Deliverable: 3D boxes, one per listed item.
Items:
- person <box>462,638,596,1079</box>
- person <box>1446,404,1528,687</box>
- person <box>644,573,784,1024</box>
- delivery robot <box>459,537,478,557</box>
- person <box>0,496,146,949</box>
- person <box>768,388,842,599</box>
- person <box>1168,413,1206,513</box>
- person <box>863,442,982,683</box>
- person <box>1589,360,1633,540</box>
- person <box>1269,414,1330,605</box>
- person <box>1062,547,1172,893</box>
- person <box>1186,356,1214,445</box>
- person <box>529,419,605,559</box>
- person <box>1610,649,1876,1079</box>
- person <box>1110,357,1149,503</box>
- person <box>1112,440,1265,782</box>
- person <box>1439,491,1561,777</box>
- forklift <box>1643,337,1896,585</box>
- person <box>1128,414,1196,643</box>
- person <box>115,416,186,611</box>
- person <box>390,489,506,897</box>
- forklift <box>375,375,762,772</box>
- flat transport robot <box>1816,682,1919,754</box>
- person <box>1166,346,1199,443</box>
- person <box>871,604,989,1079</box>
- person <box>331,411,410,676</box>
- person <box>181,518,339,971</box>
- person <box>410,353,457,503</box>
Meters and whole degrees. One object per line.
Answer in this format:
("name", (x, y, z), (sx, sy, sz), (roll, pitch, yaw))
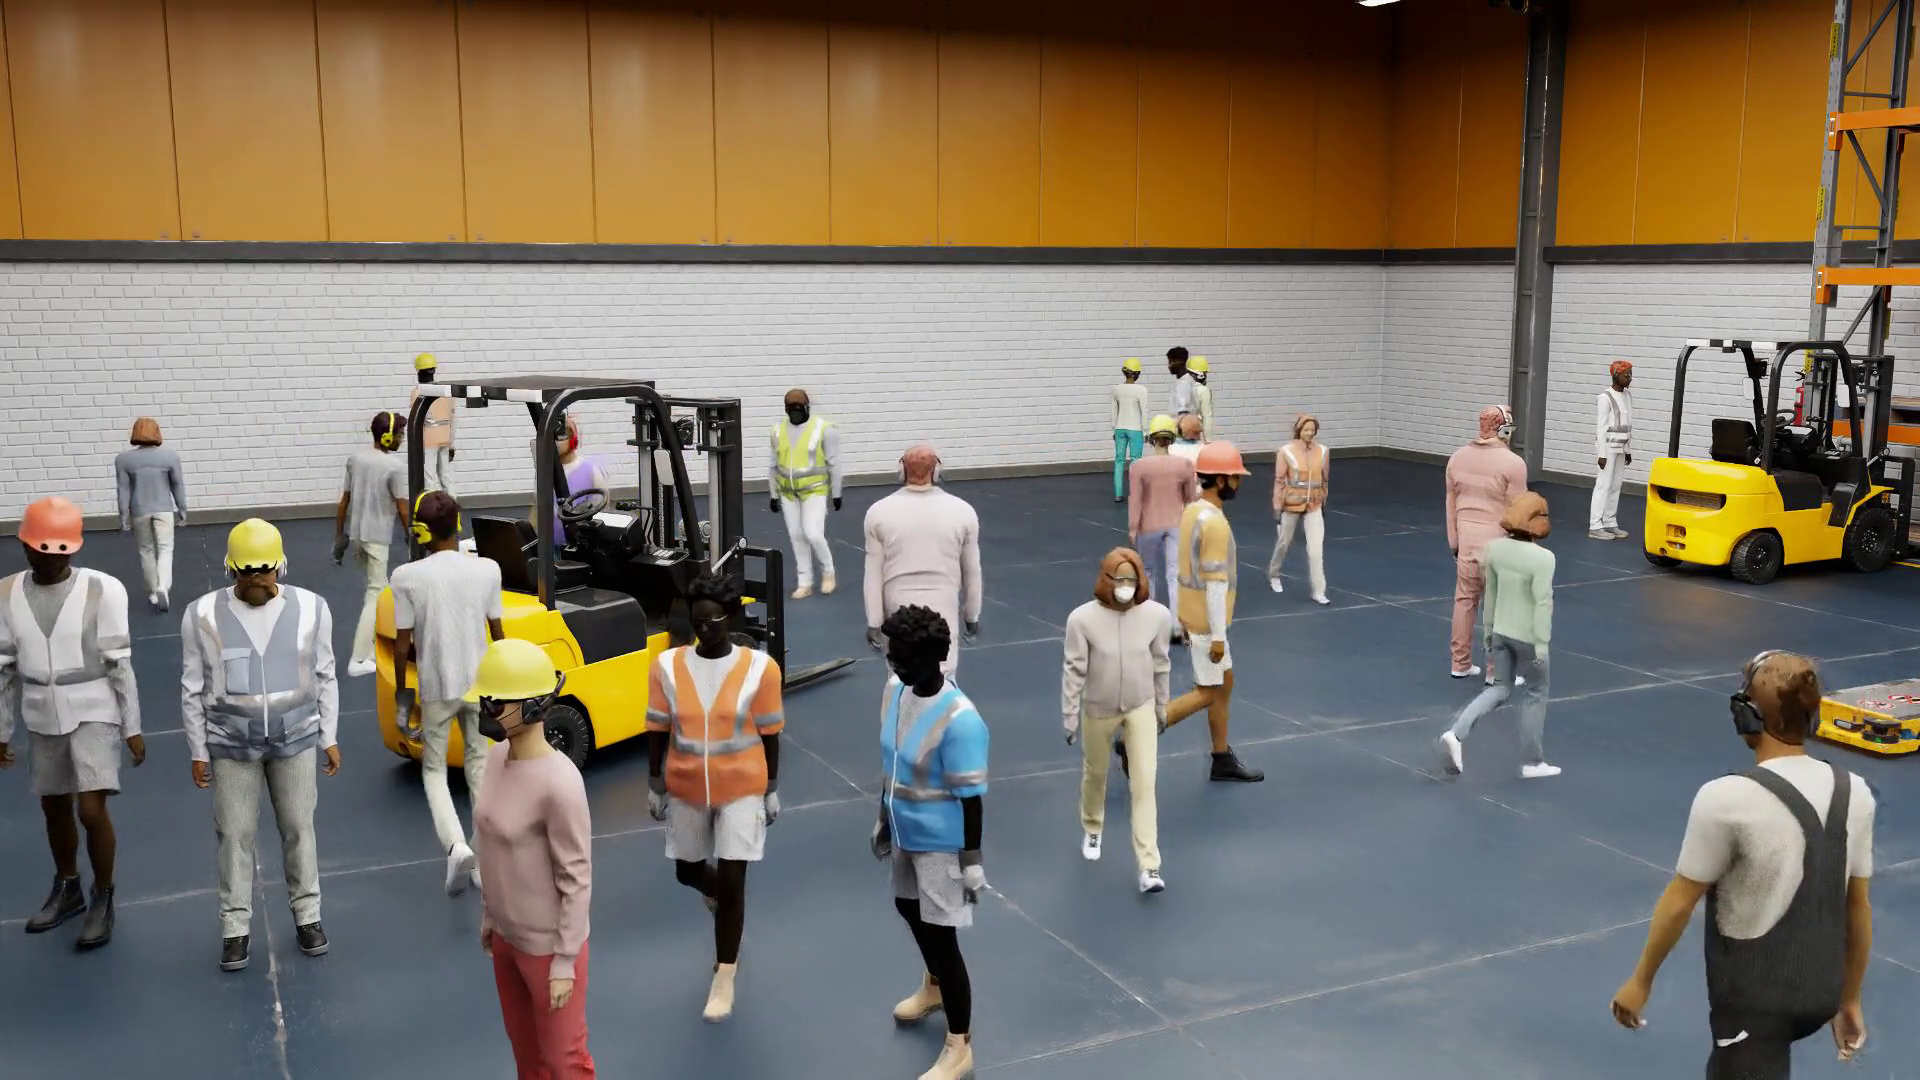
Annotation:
("person", (-1.244, 1.149, 4.802), (0.316, 1.769, 0.524), (-8, 12, -40))
("person", (3.602, 0.035, 11.285), (0.409, 1.907, 0.649), (-6, 11, -33))
("person", (-0.930, 0.931, 6.432), (0.534, 1.672, 0.710), (1, 9, 5))
("delivery robot", (-4.058, 0.114, 14.668), (0.707, 0.478, 0.477), (3, 9, 22))
("person", (-3.686, 0.745, 6.908), (0.605, 1.896, 0.598), (-1, 9, -5))
("person", (-1.341, -0.398, 14.250), (0.639, 1.821, 0.433), (4, 10, 24))
("person", (1.929, -0.269, 14.072), (0.518, 1.612, 0.763), (-2, 9, -12))
("person", (-0.200, 0.403, 9.148), (0.657, 1.870, 0.949), (-1, 9, -5))
("person", (6.849, -0.940, 17.441), (0.568, 1.878, 0.351), (-8, 12, -42))
("person", (2.903, -0.291, 14.258), (0.536, 1.597, 0.860), (-2, 9, -14))
("person", (0.718, 0.797, 7.617), (0.511, 1.563, 0.914), (-1, 9, -4))
("person", (2.712, -1.199, 19.163), (0.404, 1.834, 0.591), (-5, 11, -30))
("person", (-2.744, 0.049, 11.547), (0.574, 1.785, 1.029), (6, 11, 31))
("person", (2.063, 1.187, 4.426), (0.539, 1.817, 0.704), (-4, 10, -24))
("person", (2.059, -1.317, 20.106), (0.524, 1.769, 0.326), (8, 12, 39))
("person", (1.246, 0.415, 8.942), (0.805, 1.916, 0.550), (-1, 9, -5))
("person", (3.004, 0.535, 9.101), (0.673, 1.614, 0.503), (-4, 10, -21))
("forklift", (7.551, -0.789, 15.507), (2.313, 2.155, 1.214), (-4, 10, -25))
("person", (1.547, -0.094, 12.654), (0.548, 1.726, 0.891), (-1, 9, -5))
("person", (-6.708, -0.220, 13.810), (0.507, 1.606, 0.748), (-4, 10, -23))
("person", (-2.223, 0.696, 7.407), (0.552, 1.843, 0.553), (-5, 10, -29))
("forklift", (-2.268, 0.149, 9.685), (1.214, 2.155, 2.313), (6, 11, 32))
("flat transport robot", (5.783, 1.046, 10.072), (1.431, 0.197, 0.652), (-4, 10, -25))
("person", (2.545, -1.235, 19.043), (0.413, 1.950, 0.635), (2, 9, 13))
("person", (-0.081, 1.027, 5.832), (0.480, 1.676, 0.702), (-6, 11, -31))
("person", (-4.085, 0.024, 11.581), (0.537, 1.827, 0.546), (5, 11, 29))
("person", (-2.815, 0.811, 6.731), (0.587, 1.823, 0.403), (-5, 10, -27))
("person", (-5.722, -1.047, 18.031), (0.426, 1.940, 0.628), (5, 10, 27))
